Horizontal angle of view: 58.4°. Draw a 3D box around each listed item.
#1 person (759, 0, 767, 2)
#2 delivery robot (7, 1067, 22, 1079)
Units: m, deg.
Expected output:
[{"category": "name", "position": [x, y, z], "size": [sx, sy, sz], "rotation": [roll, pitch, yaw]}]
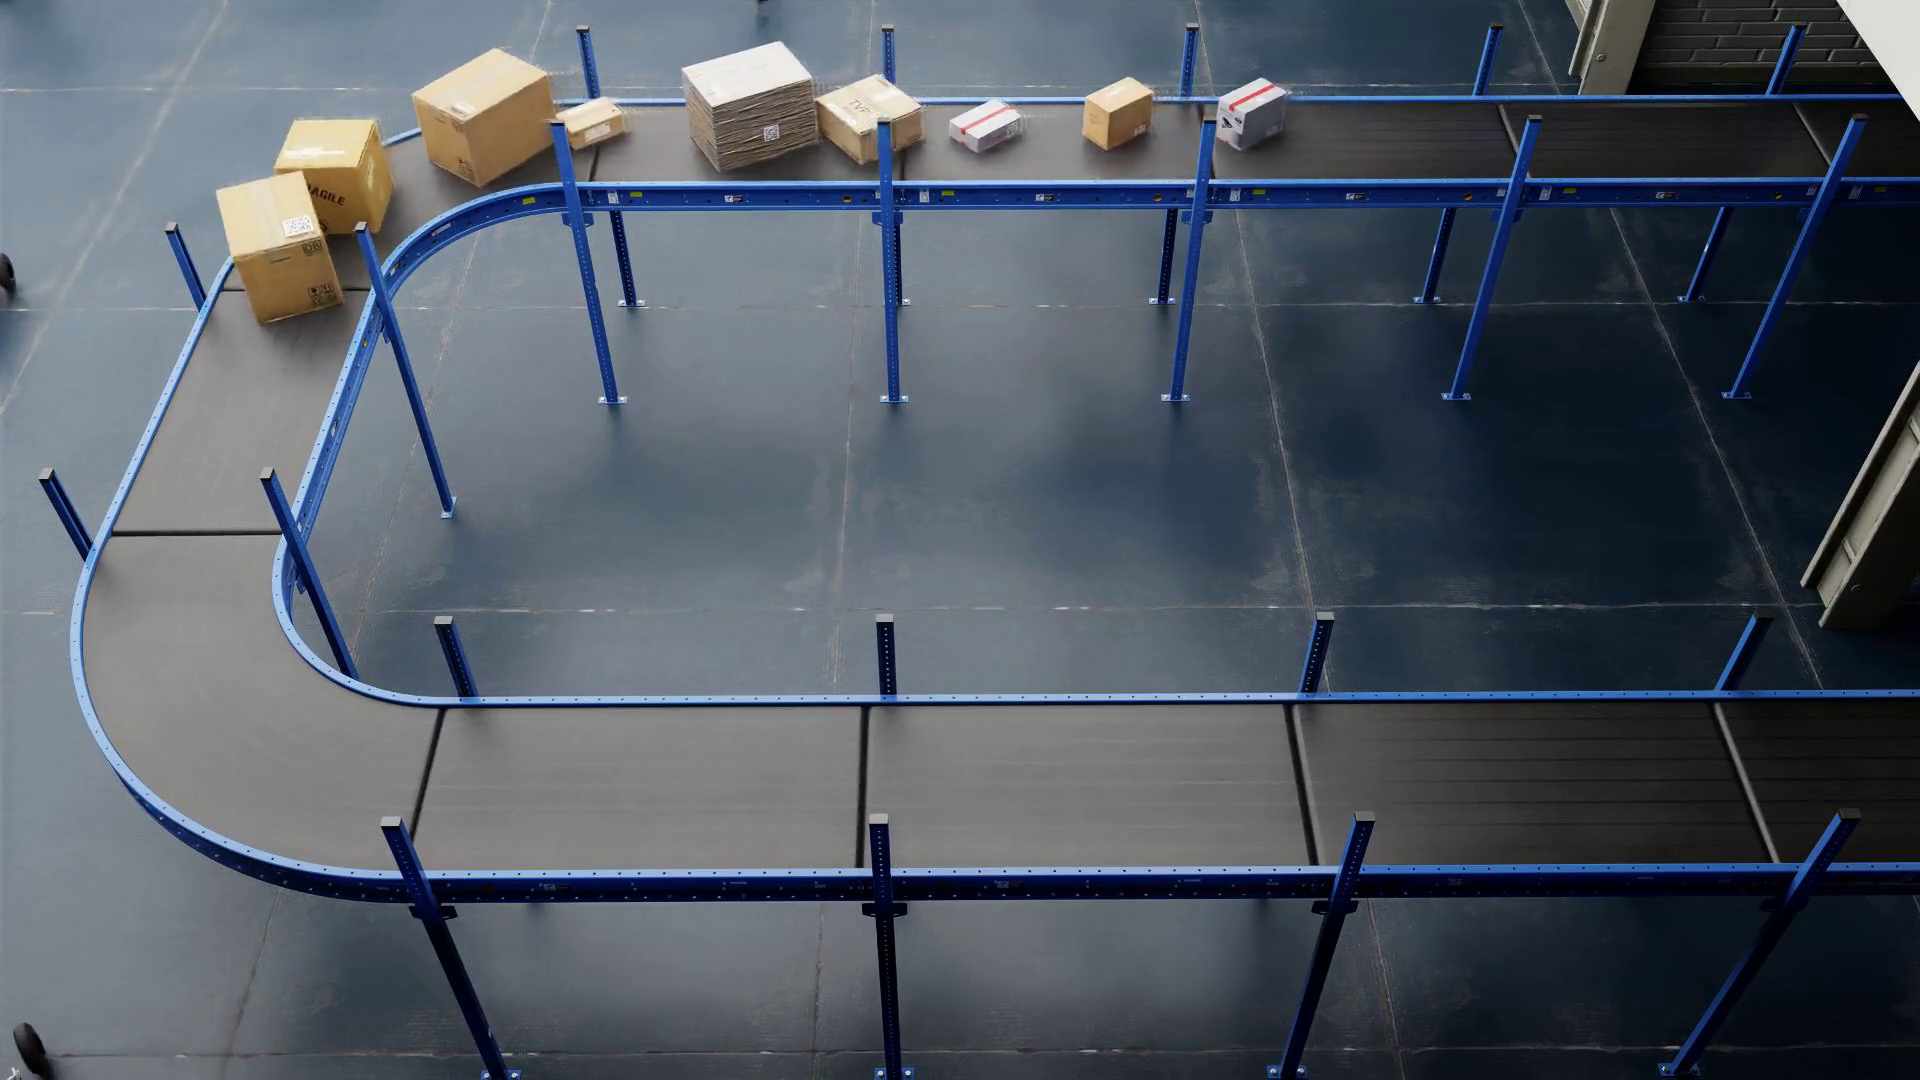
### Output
[{"category": "person", "position": [-1.768, -5.794, 15.377], "size": [0.550, 1.921, 0.772], "rotation": [-5, 47, -5]}, {"category": "delivery robot", "position": [-4.736, 2.592, 8.255], "size": [0.335, 0.223, 0.698], "rotation": [-26, 52, -22]}]
